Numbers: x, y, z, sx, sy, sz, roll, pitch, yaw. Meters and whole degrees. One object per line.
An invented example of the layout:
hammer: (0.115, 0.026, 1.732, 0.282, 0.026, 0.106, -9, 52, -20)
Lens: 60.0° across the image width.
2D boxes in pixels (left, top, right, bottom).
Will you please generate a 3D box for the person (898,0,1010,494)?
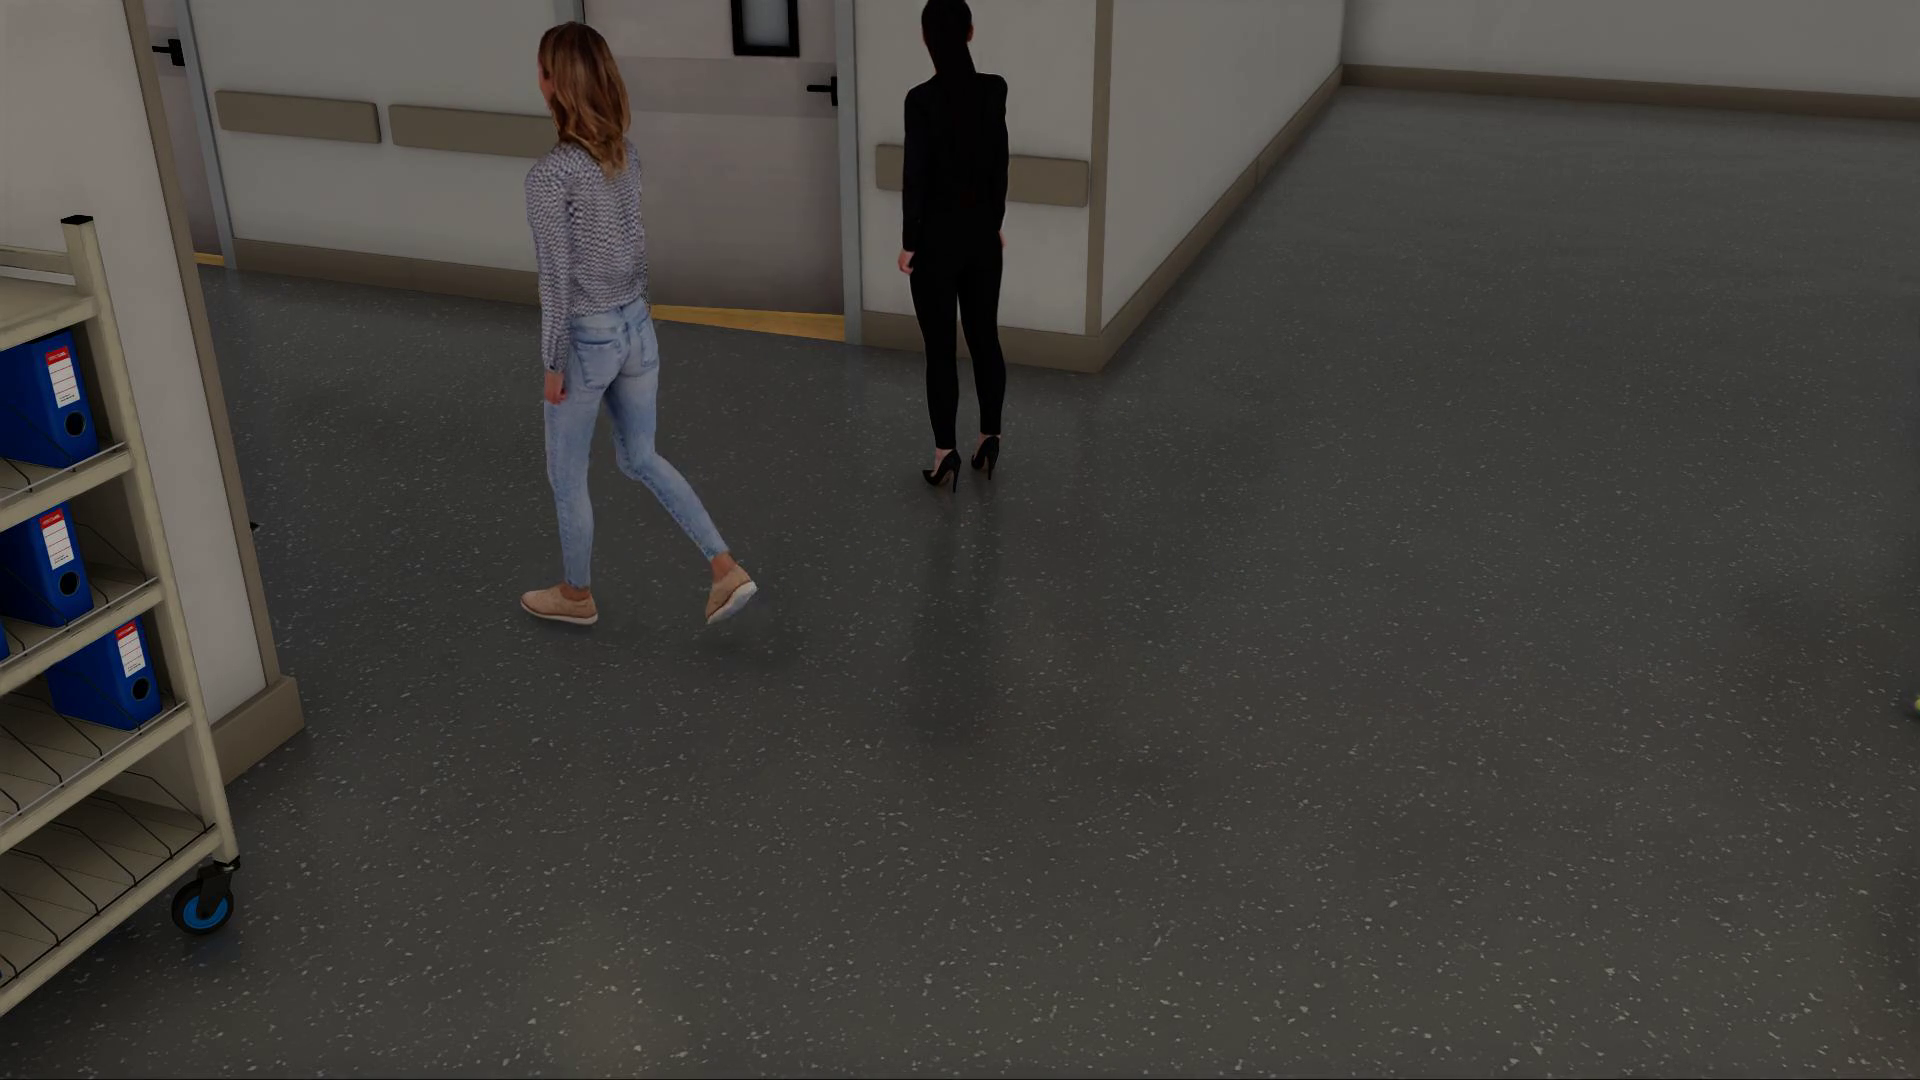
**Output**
person: (-0.011, -1.001, 5.734, 0.599, 1.711, 0.691, -16, 30, -29)

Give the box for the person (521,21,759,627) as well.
person: (-0.936, -0.500, 4.626, 0.758, 1.771, 1.015, 13, 29, 25)
